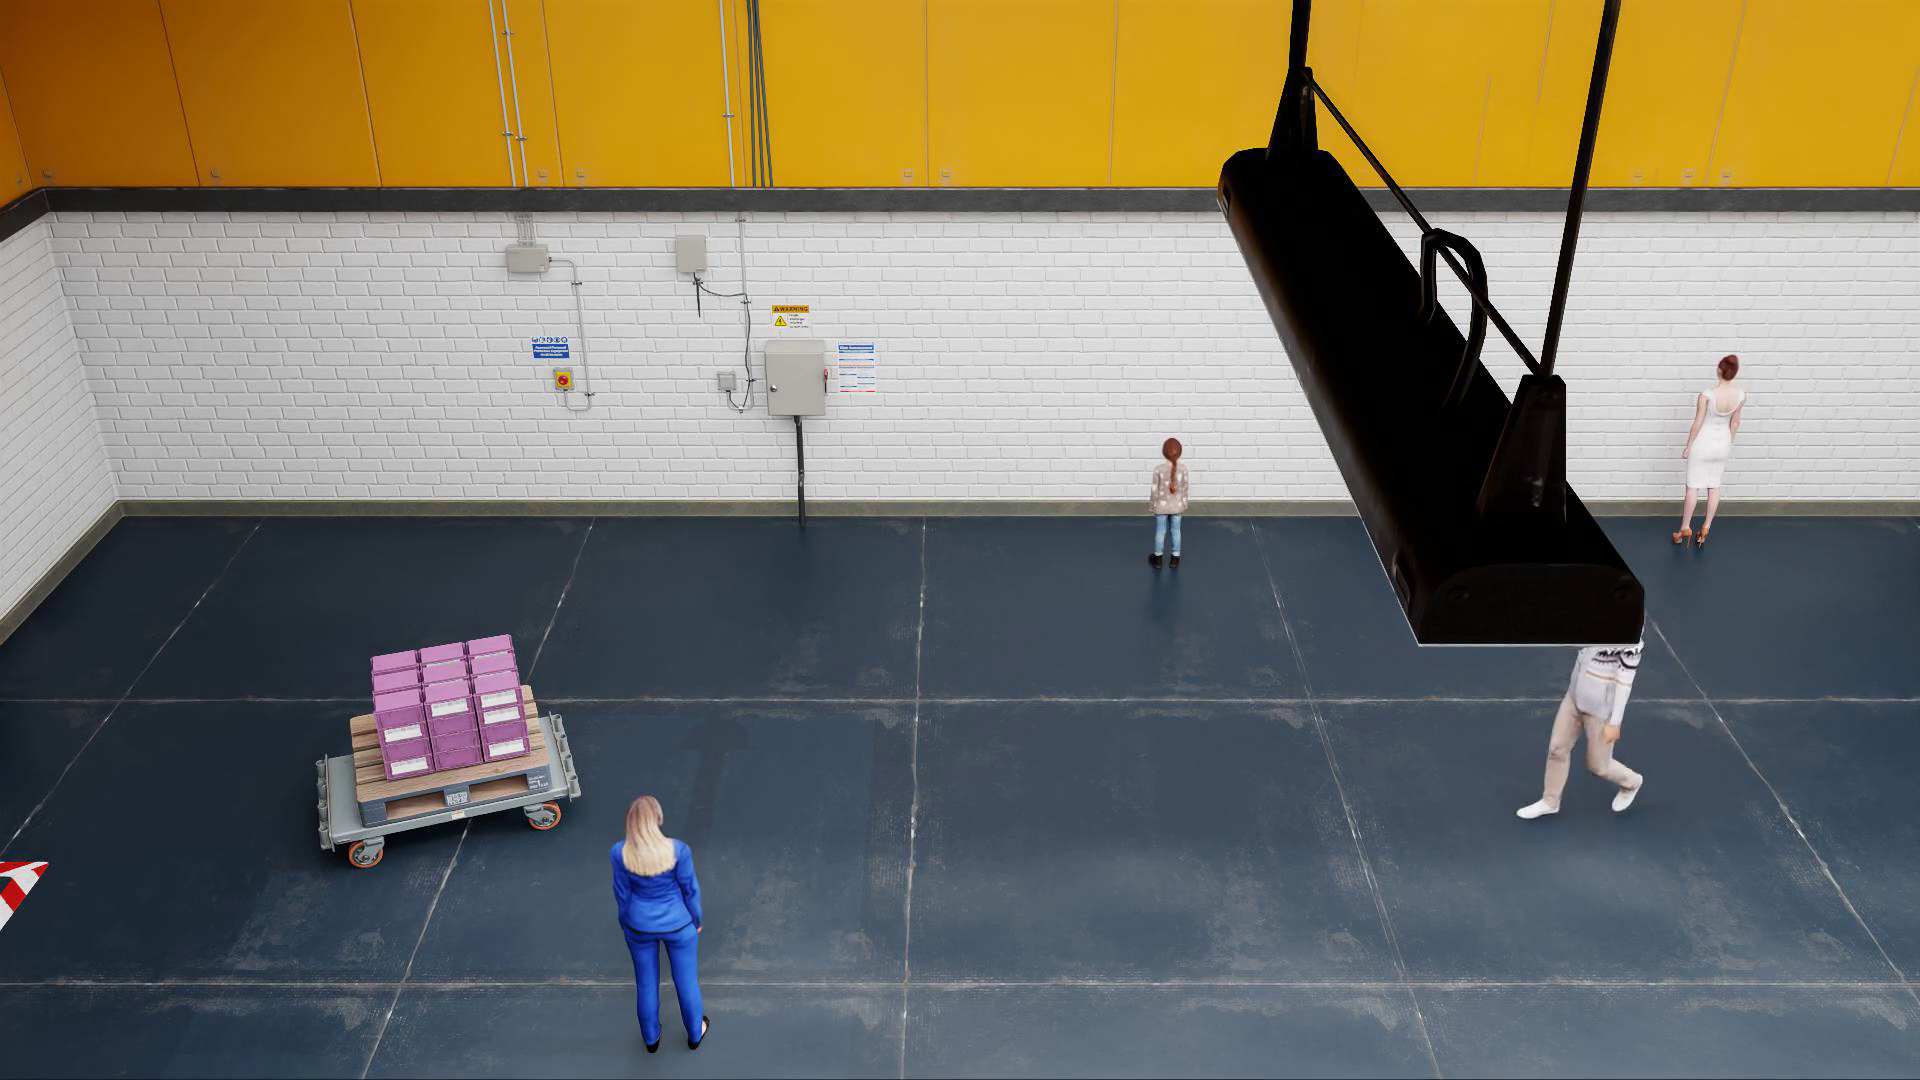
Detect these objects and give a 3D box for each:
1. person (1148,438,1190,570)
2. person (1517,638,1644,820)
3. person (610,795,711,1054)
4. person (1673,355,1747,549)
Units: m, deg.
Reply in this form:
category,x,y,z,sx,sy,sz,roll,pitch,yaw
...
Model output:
category,x,y,z,sx,sy,sz,roll,pitch,yaw
person,1.765,-0.306,14.057,0.491,1.190,0.476,-2,29,-3
person,4.223,1.060,10.878,0.966,1.835,1.091,-9,30,-16
person,-1.640,2.112,9.092,0.604,1.699,0.525,0,29,0
person,6.431,-0.765,14.267,0.575,1.795,0.472,-1,29,-1
